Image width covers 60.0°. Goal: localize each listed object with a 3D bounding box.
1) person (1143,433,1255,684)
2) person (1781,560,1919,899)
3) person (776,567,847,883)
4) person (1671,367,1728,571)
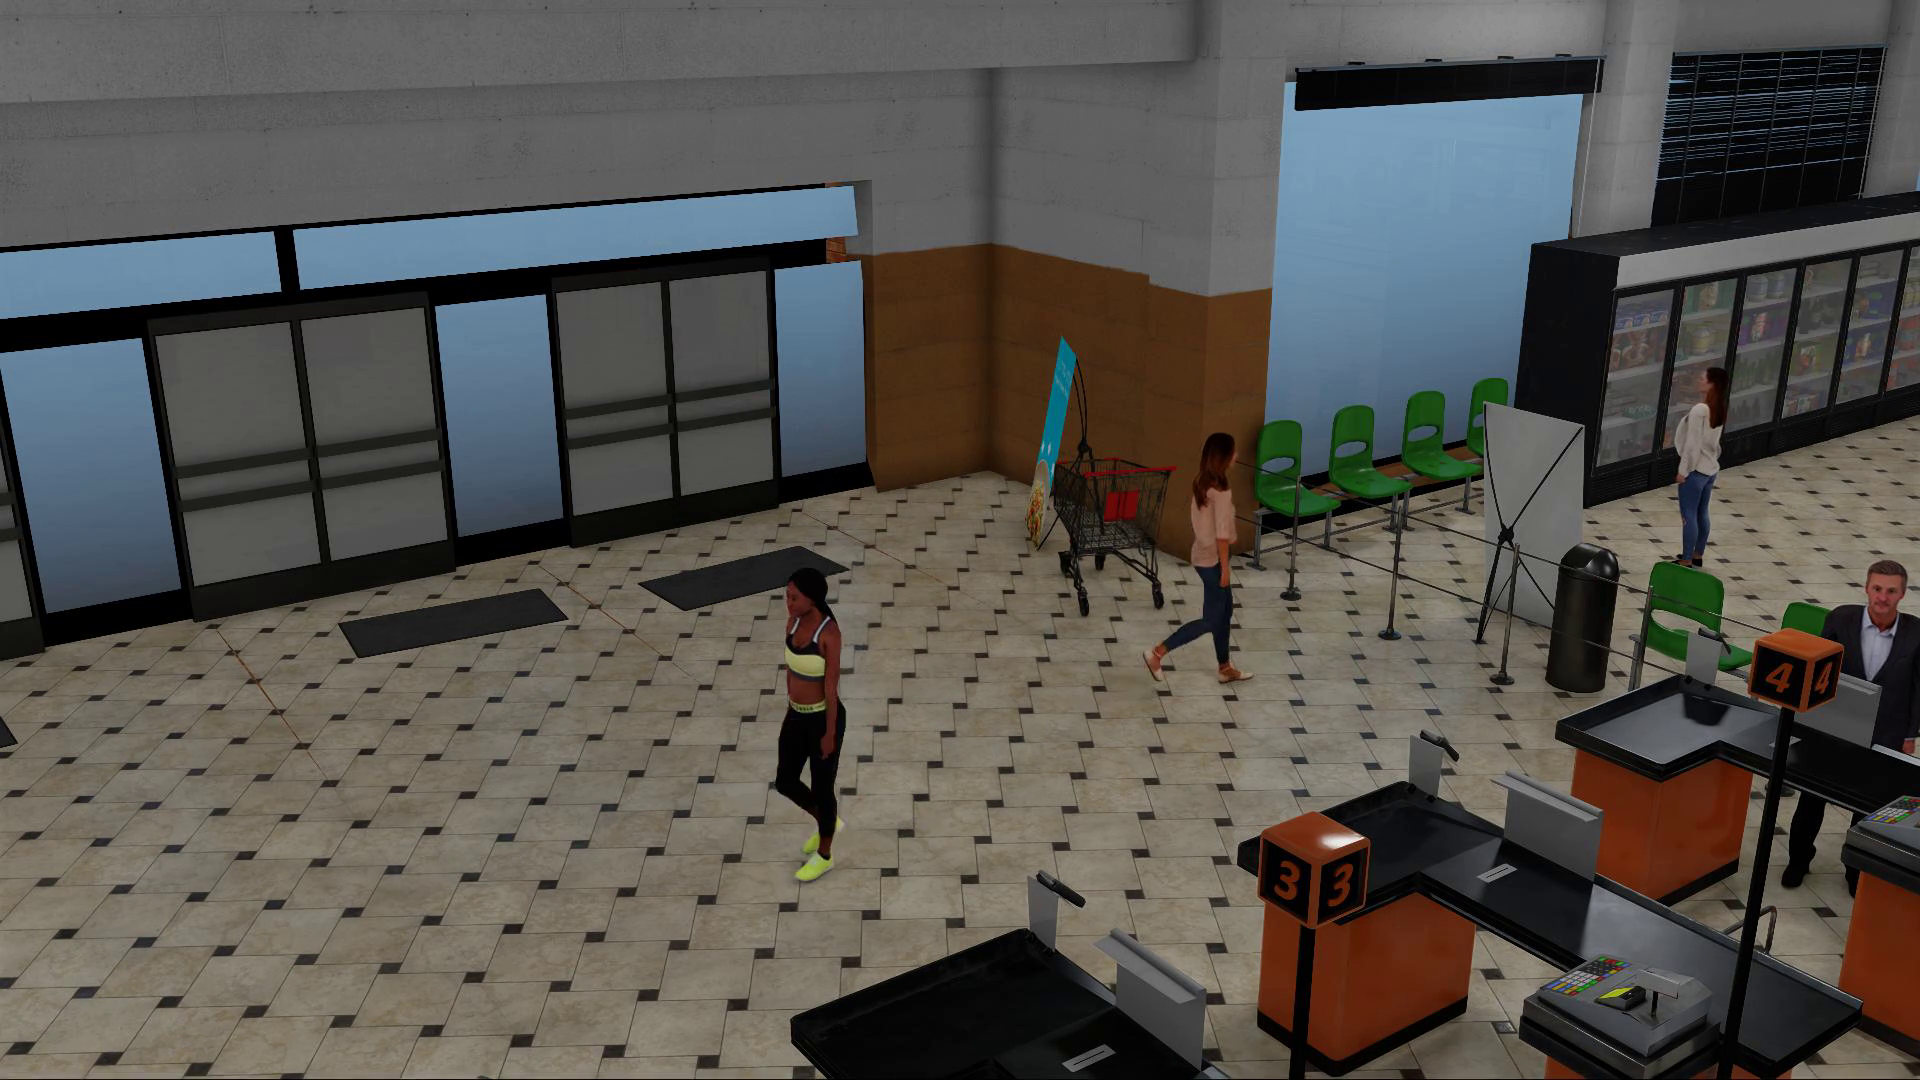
[{"bbox_3d":[1.601,0.167,11.080,0.943,1.767,1.063,-3,19,-10],"label":"person"},{"bbox_3d":[4.656,0.962,8.607,0.727,1.840,0.864,8,20,23],"label":"person"},{"bbox_3d":[-0.694,0.951,8.791,0.653,1.744,0.701,16,24,39],"label":"person"},{"bbox_3d":[5.931,-0.561,13.361,0.633,1.689,0.555,-15,24,-37],"label":"person"}]
